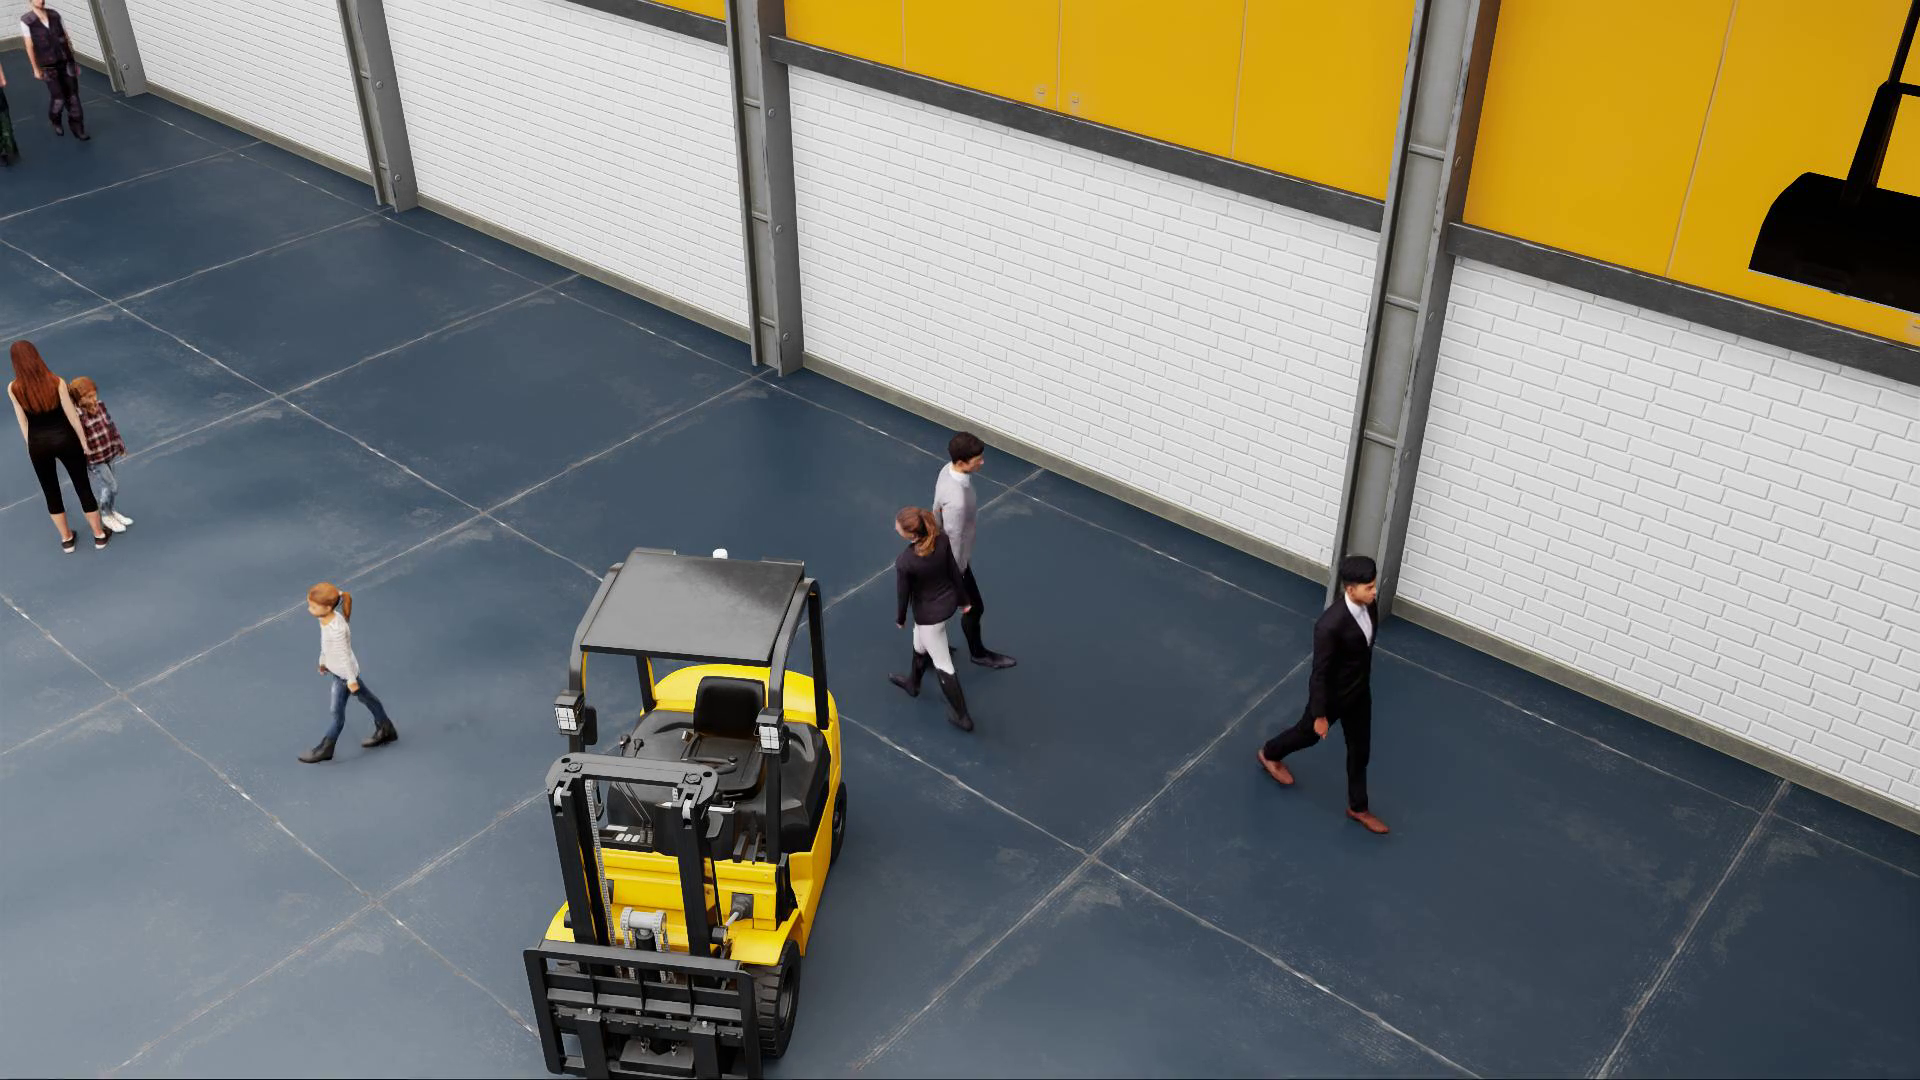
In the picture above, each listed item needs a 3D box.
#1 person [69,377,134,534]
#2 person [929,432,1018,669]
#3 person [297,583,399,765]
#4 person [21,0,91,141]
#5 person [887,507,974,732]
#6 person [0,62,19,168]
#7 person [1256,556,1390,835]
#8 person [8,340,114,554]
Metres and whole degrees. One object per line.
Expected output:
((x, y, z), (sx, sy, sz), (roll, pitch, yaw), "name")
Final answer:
((-6.687, -0.681, 12.805), (0.629, 1.292, 0.610), (8, 34, 11), "person")
((-0.139, 0.126, 11.056), (1.201, 1.884, 1.141), (-4, 34, -6), "person")
((-3.839, 0.809, 10.559), (0.732, 1.296, 0.844), (-18, 37, -25), "person")
((-10.839, -5.694, 19.850), (0.704, 1.841, 0.642), (24, 40, 31), "person")
((-0.123, 0.520, 10.644), (0.645, 1.683, 0.972), (-24, 40, -31), "person")
((-11.263, -5.229, 19.110), (0.848, 1.887, 0.910), (-17, 37, -24), "person")
((2.188, 0.860, 9.989), (0.814, 1.842, 1.234), (-28, 43, -35), "person")
((-6.781, -0.696, 12.437), (0.638, 1.724, 0.661), (-12, 35, -17), "person")
